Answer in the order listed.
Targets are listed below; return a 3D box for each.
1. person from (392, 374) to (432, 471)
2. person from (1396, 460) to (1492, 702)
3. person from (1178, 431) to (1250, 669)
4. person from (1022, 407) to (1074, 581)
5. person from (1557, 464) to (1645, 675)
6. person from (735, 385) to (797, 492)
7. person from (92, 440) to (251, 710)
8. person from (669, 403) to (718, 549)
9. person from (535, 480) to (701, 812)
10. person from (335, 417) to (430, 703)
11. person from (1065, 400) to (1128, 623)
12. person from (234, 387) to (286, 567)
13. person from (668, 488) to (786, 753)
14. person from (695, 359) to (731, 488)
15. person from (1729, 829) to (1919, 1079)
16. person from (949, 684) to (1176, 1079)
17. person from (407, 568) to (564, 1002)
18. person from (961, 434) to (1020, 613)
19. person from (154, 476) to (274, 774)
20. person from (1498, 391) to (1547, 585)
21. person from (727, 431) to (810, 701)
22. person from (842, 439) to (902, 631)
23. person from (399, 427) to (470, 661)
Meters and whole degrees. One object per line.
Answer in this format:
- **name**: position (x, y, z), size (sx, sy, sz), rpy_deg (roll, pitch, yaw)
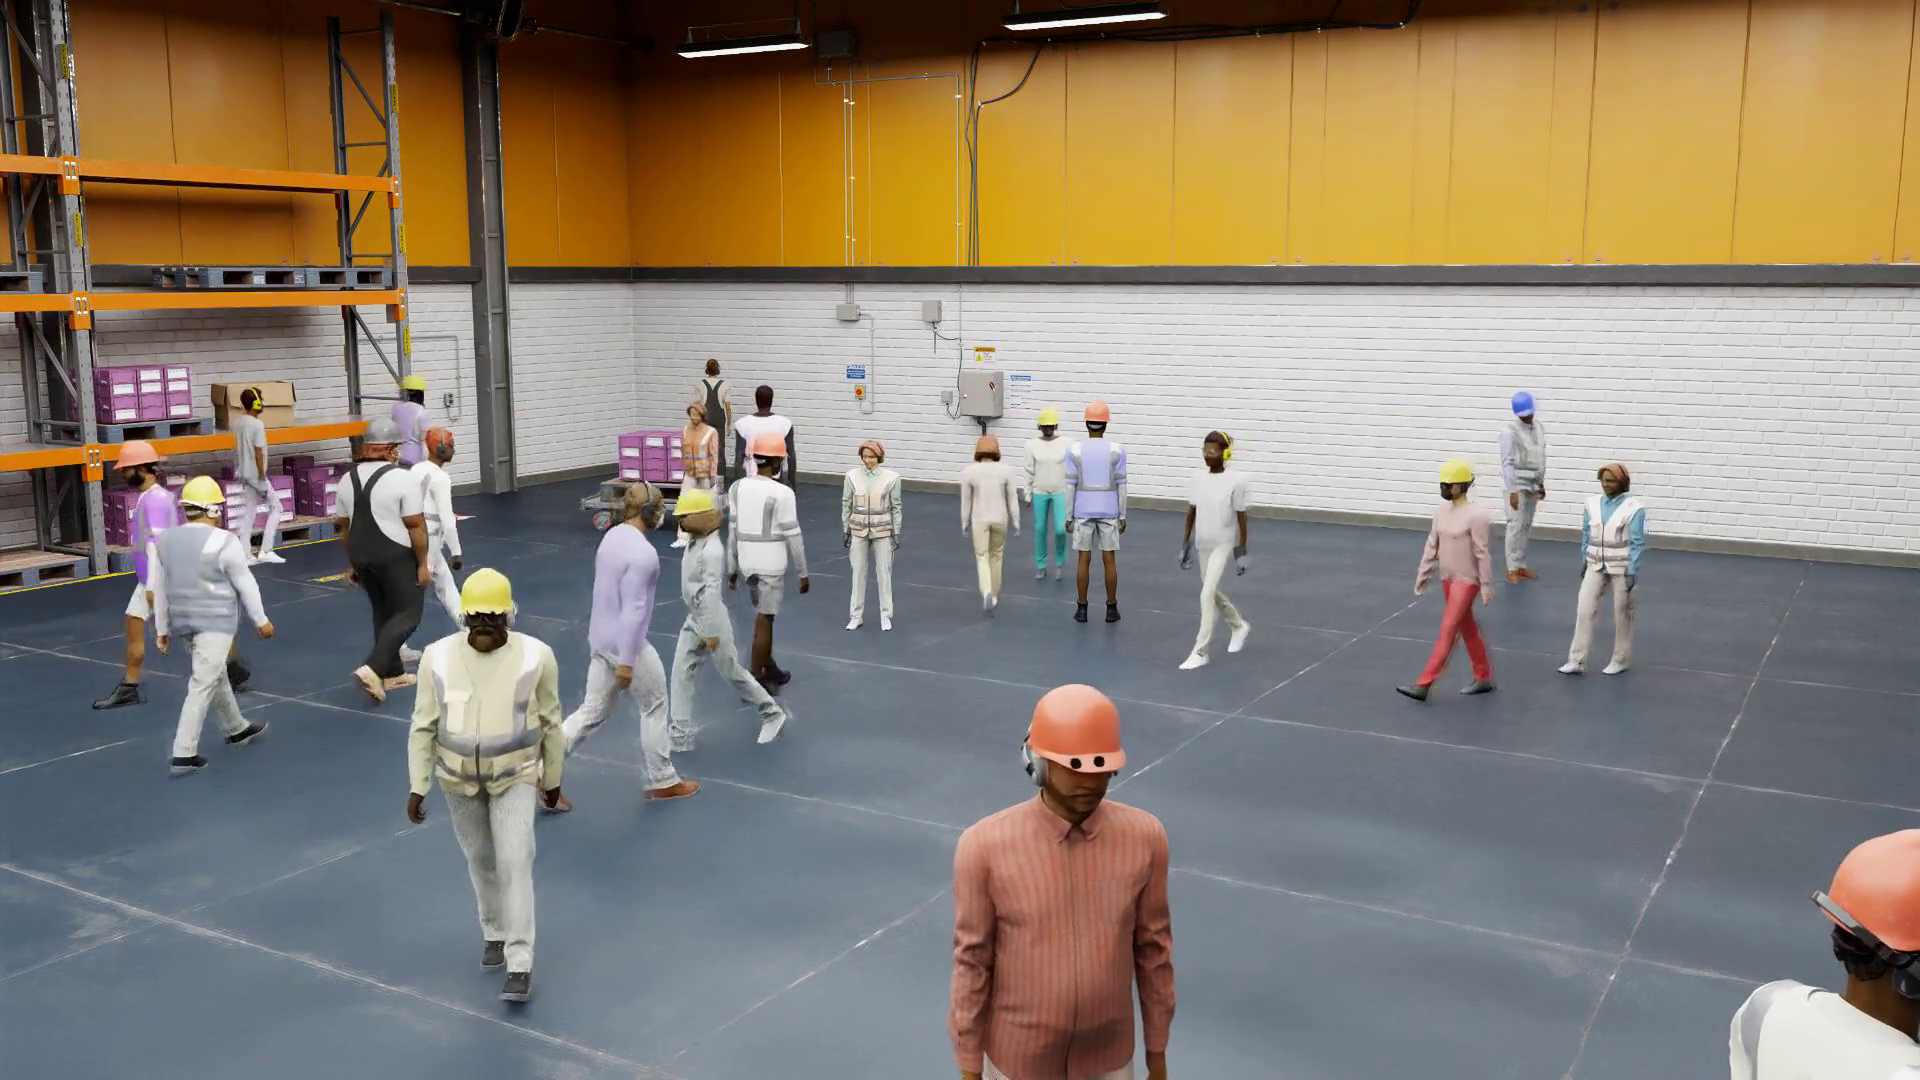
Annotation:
- **person**: position (-6.305, -0.953, 19.073), size (0.606, 1.890, 0.963), rpy_deg (4, 10, 24)
- **person**: position (3.477, 0.289, 11.798), size (0.898, 1.716, 0.545), rpy_deg (-3, 10, -18)
- **person**: position (2.012, 0.048, 12.999), size (0.920, 1.841, 0.526), rpy_deg (-9, 13, -44)
- **person**: position (0.887, -0.448, 16.376), size (0.548, 1.731, 0.516), rpy_deg (1, 9, 7)
- **person**: position (4.795, 0.243, 12.411), size (0.745, 1.606, 0.546), rpy_deg (-7, 11, -37)
- **person**: position (-1.978, -0.645, 17.108), size (0.607, 1.886, 0.893), rpy_deg (0, 9, 1)
- **person**: position (-5.579, 0.226, 11.730), size (1.014, 1.890, 0.559), rpy_deg (-6, 11, -33)
- **person**: position (-2.909, -0.691, 18.257), size (0.540, 1.607, 0.741), rpy_deg (4, 10, 26)
- **person**: position (-1.994, 0.608, 9.364), size (0.983, 1.885, 0.660), rpy_deg (-6, 11, -32)
- **person**: position (-4.128, 0.122, 11.858), size (0.685, 2.000, 0.753), rpy_deg (5, 10, 26)
- **person**: position (1.181, -0.243, 14.456), size (0.543, 1.939, 0.361), rpy_deg (1, 9, 5)
- **person**: position (-7.275, -0.649, 17.243), size (0.555, 1.857, 0.598), rpy_deg (7, 11, 36)
- **person**: position (-1.544, 0.503, 10.565), size (0.894, 1.703, 0.500), rpy_deg (-5, 10, -29)
- **person**: position (-3.478, -1.629, 23.441), size (0.508, 1.842, 0.351), rpy_deg (-2, 9, -11)
- **person**: position (1.690, 1.522, 3.111), size (0.376, 2.041, 0.615), rpy_deg (-2, 9, -11)
- **person**: position (0.279, 1.344, 4.405), size (0.620, 1.987, 0.400), rpy_deg (-2, 9, -15)
- **person**: position (-2.004, 1.024, 6.980), size (0.604, 1.793, 0.834), rpy_deg (0, 9, -3)
- **person**: position (0.279, -0.155, 14.946), size (0.522, 1.600, 0.709), rpy_deg (-1, 9, -8)
- **person**: position (-4.643, 0.503, 10.287), size (0.595, 1.789, 0.919), rpy_deg (4, 10, 21)
- **person**: position (5.497, -0.514, 16.304), size (0.668, 1.901, 0.439), rpy_deg (-7, 11, -36)
- **person**: position (-1.315, 0.176, 11.918), size (0.584, 1.911, 0.760), rpy_deg (6, 11, 34)
- **person**: position (-0.749, -0.042, 14.135), size (0.514, 1.639, 0.310), rpy_deg (1, 9, 7)
- **person**: position (-4.124, 0.026, 13.137), size (1.040, 1.815, 0.583), rpy_deg (-6, 11, -35)
